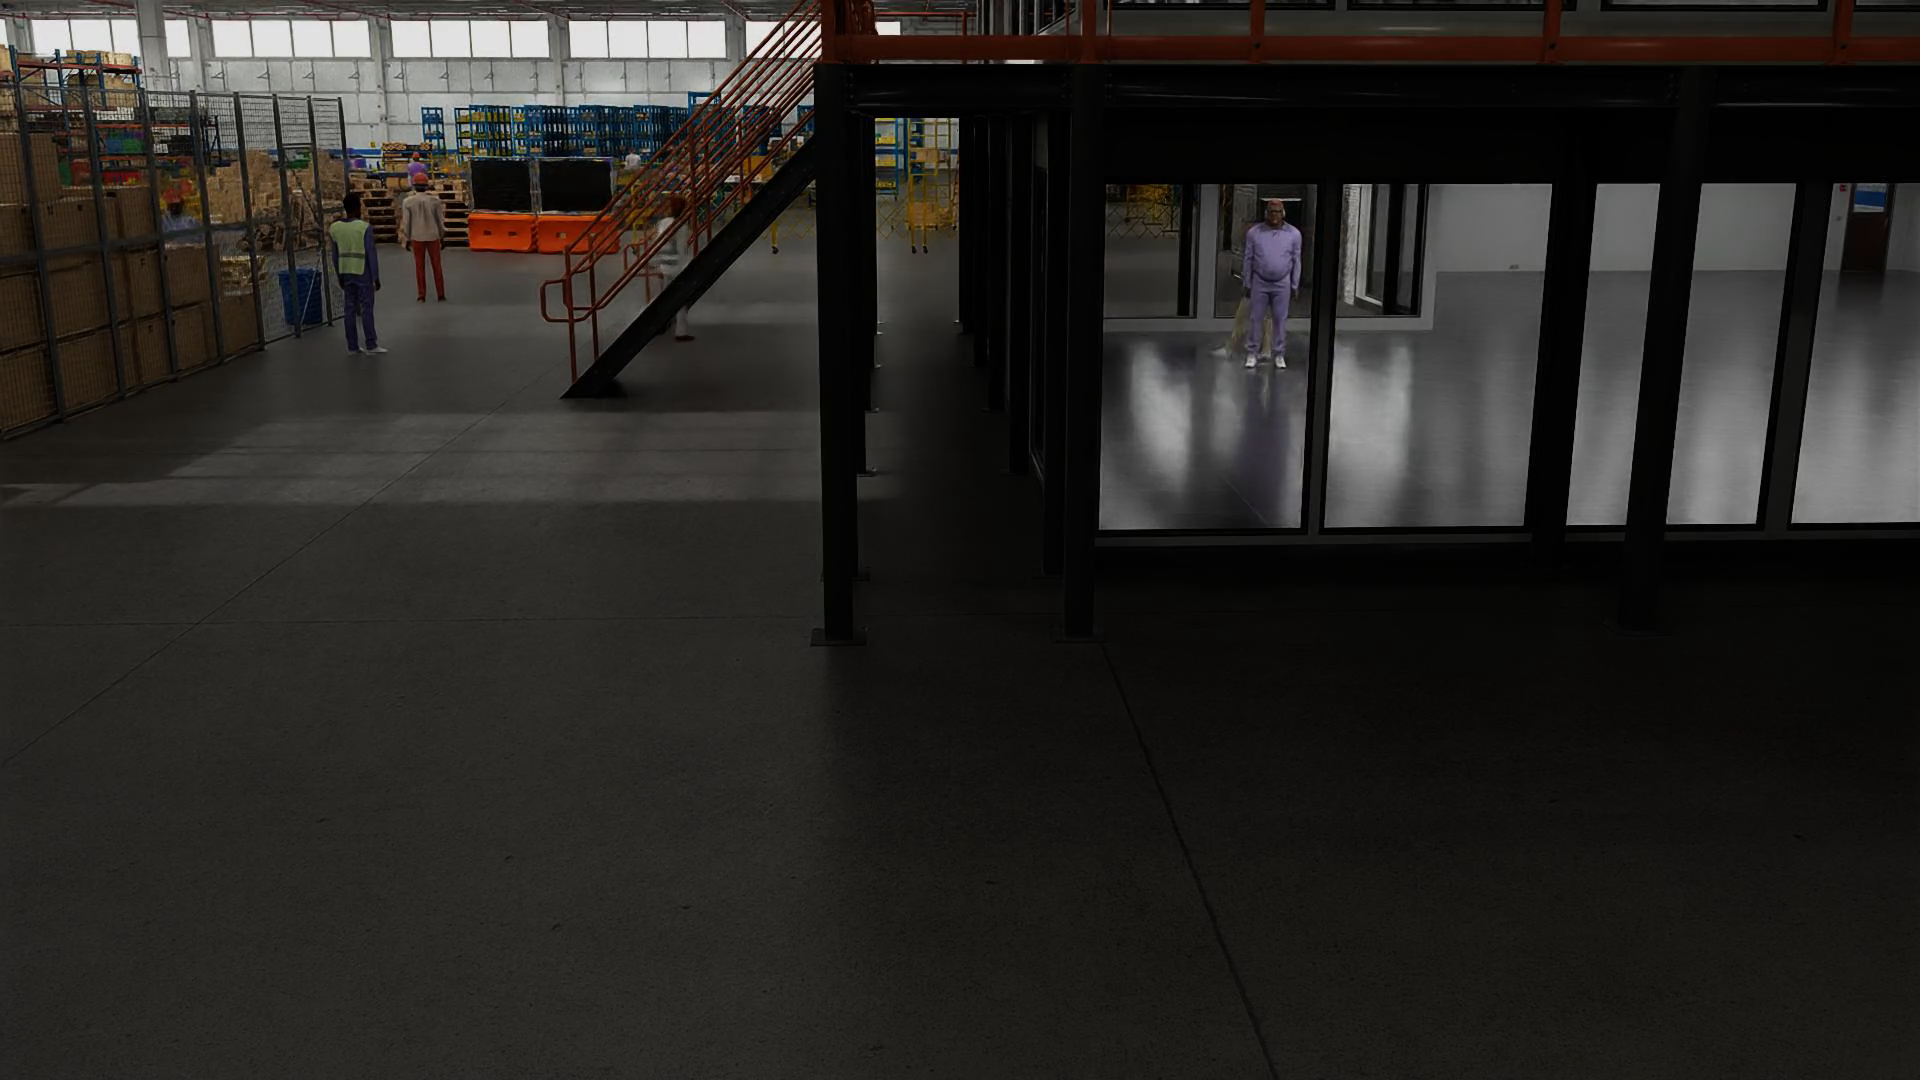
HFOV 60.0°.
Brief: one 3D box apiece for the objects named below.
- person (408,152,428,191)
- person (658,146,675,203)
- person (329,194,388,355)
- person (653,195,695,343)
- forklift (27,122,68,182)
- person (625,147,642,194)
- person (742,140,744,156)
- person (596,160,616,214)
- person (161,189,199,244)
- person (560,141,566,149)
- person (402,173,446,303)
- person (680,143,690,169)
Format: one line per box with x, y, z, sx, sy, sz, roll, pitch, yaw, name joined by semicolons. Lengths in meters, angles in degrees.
-16.518;-10.862;50.765;0.562;1.877;1.005;-3;14;-11;person
-10.284;-12.819;58.335;0.893;2.005;0.636;-3;14;-10;person
-7.256;-3.184;20.004;0.593;1.922;0.392;4;15;15;person
-3.643;-3.396;20.959;0.598;1.868;0.582;11;18;38;person
-35.376;-14.773;64.377;1.129;2.768;1.873;-1;14;-2;forklift
-12.237;-13.751;62.304;0.635;1.899;0.400;-10;17;-36;person
-11.356;-20.148;87.778;0.614;1.952;0.944;-2;14;-7;person
-9.658;-9.463;45.369;0.613;1.794;0.444;8;16;30;person
-10.522;-3.747;22.323;0.548;1.883;0.985;5;15;21;person
-21.642;-20.907;91.072;0.795;1.810;0.586;-6;15;-22;person
-8.343;-4.706;25.934;0.610;1.996;0.384;-5;15;-20;person
-13.861;-19.214;84.277;0.594;1.819;0.403;-5;15;-18;person
